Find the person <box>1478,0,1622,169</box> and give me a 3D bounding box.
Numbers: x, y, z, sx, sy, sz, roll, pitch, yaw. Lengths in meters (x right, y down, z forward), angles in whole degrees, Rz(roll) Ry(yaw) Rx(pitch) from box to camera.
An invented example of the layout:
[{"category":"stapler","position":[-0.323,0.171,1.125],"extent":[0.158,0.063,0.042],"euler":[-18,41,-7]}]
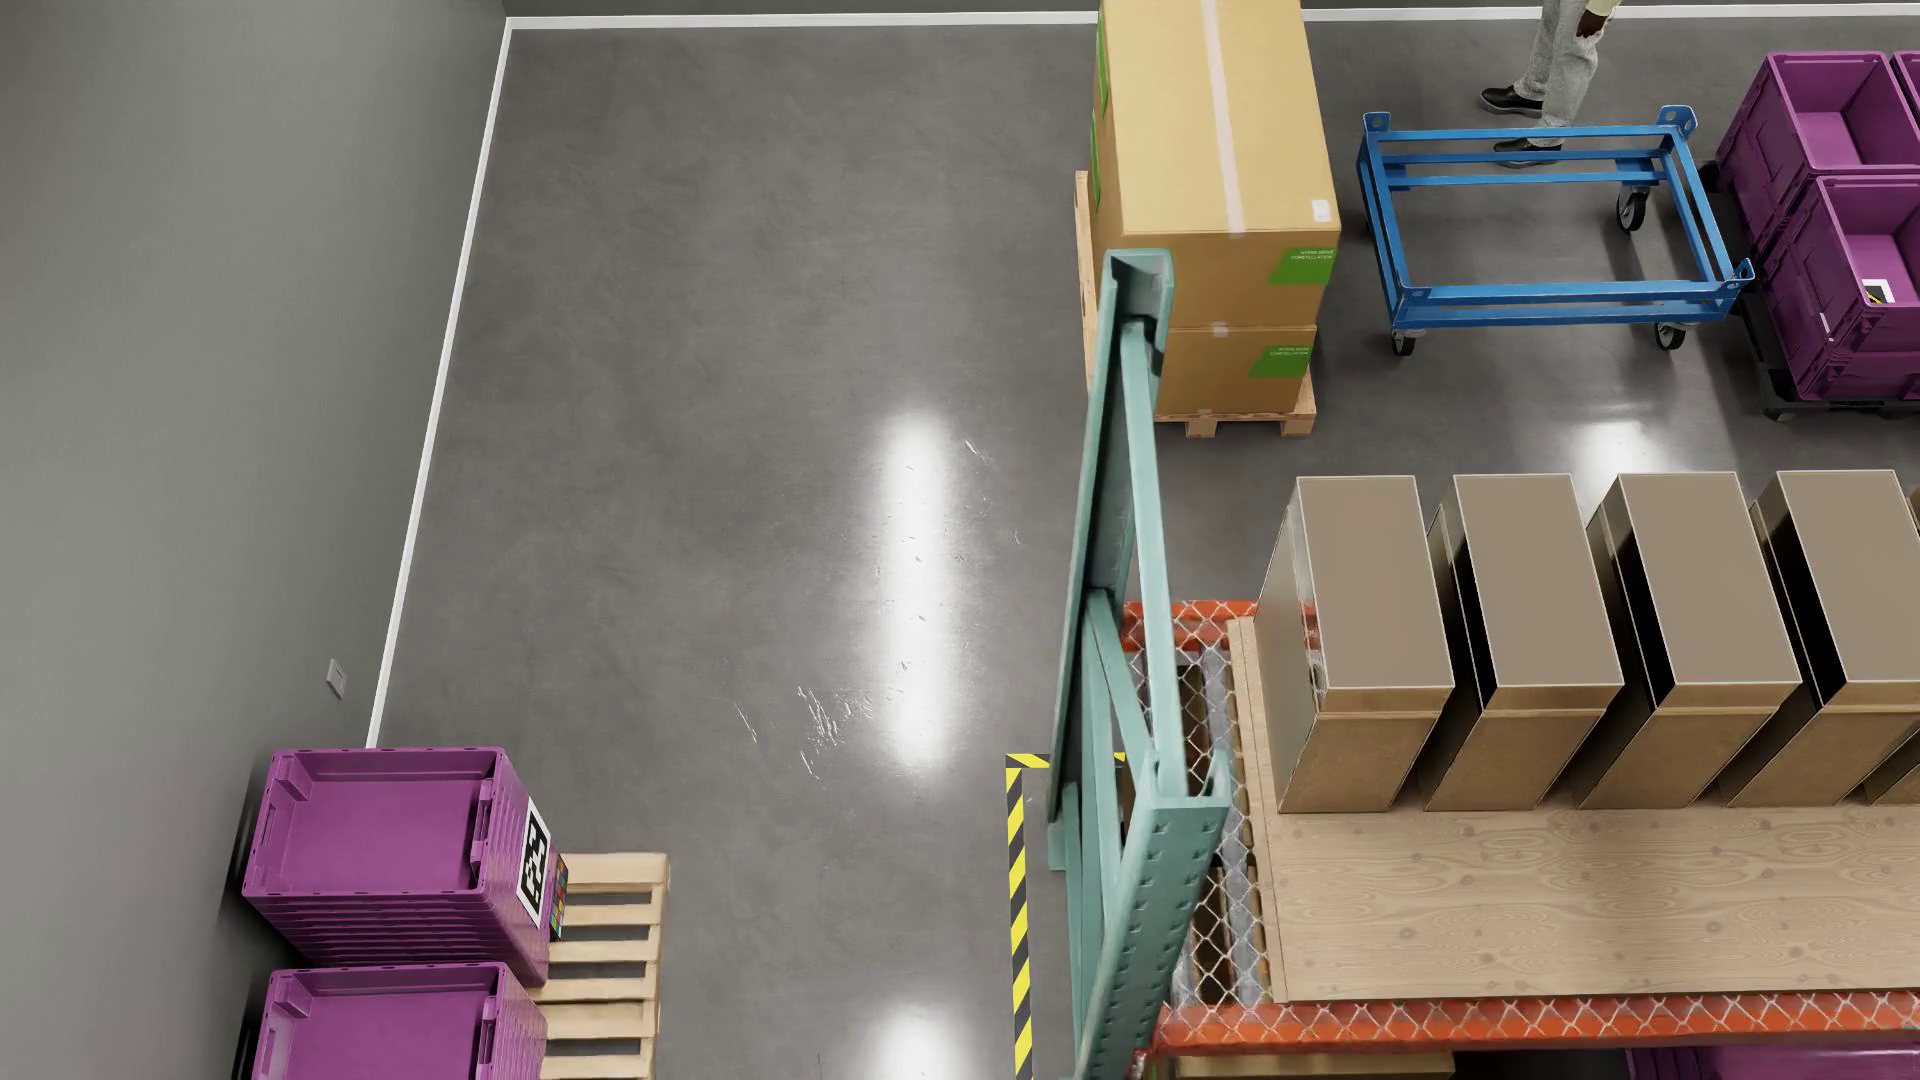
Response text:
[{"category":"person","position":[2.297,-2.149,6.080],"extent":[0.403,1.830,0.599],"euler":[2,58,1]}]
